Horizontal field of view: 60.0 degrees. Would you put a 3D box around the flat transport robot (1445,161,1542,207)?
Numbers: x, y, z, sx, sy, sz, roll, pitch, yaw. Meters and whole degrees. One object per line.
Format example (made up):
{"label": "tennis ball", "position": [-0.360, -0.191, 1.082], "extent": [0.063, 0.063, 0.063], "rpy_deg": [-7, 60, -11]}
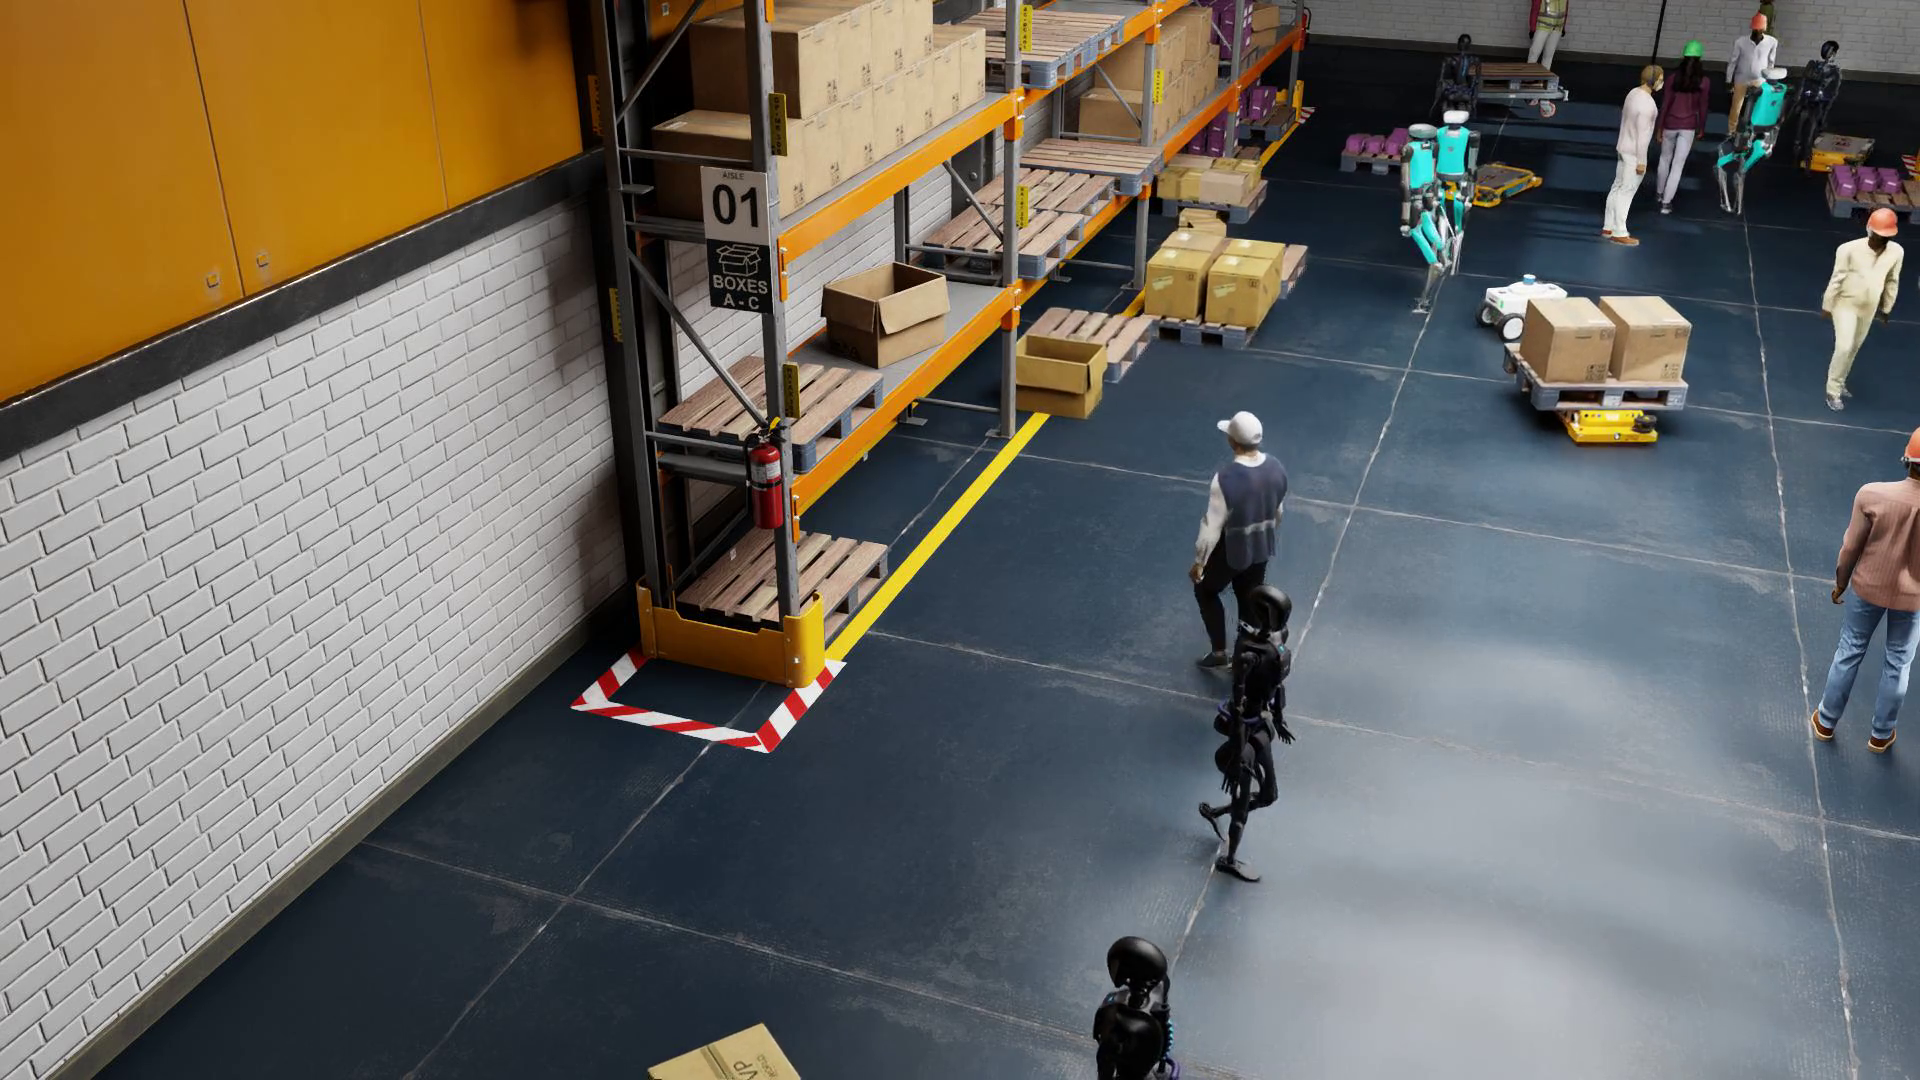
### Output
{"label": "flat transport robot", "position": [6.413, -4.289, 20.070], "extent": [0.659, 0.231, 1.431], "rpy_deg": [22, 35, 36]}

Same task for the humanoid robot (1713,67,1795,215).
{"label": "humanoid robot", "position": [8.922, -4.509, 18.934], "extent": [0.545, 1.818, 0.821], "rpy_deg": [-5, 28, -10]}

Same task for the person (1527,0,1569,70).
{"label": "person", "position": [8.809, -7.662, 24.897], "extent": [0.633, 1.841, 0.429], "rpy_deg": [-8, 28, -15]}

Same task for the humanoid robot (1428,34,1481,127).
{"label": "humanoid robot", "position": [6.236, -5.554, 21.032], "extent": [0.612, 1.628, 0.774], "rpy_deg": [-3, 27, -6]}

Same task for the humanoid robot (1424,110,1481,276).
{"label": "humanoid robot", "position": [5.052, -3.551, 17.118], "extent": [0.552, 1.840, 0.835], "rpy_deg": [12, 30, 22]}

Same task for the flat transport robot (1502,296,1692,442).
{"label": "flat transport robot", "position": [5.304, -1.186, 14.050], "extent": [0.659, 0.231, 1.431], "rpy_deg": [0, 27, 0]}

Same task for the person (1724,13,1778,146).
{"label": "person", "position": [10.445, -6.105, 22.038], "extent": [0.568, 1.699, 0.826], "rpy_deg": [10, 29, 18]}

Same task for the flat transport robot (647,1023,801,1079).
{"label": "flat transport robot", "position": [-0.856, 2.783, 6.352], "extent": [1.431, 0.231, 0.659], "rpy_deg": [-15, 31, -27]}

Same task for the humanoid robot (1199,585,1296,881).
{"label": "humanoid robot", "position": [1.411, 0.951, 8.364], "extent": [0.457, 1.642, 0.591], "rpy_deg": [16, 31, 29]}

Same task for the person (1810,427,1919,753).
{"label": "person", "position": [5.227, 0.280, 9.326], "extent": [0.610, 1.997, 0.376], "rpy_deg": [14, 30, 25]}

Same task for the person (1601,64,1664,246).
{"label": "person", "position": [7.304, -4.179, 18.038], "extent": [0.353, 1.936, 0.634], "rpy_deg": [2, 27, 3]}

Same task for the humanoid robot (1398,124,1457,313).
{"label": "humanoid robot", "position": [4.604, -3.083, 16.161], "extent": [0.558, 1.799, 0.805], "rpy_deg": [-23, 35, -37]}

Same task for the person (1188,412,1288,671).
{"label": "person", "position": [1.688, 0.046, 10.045], "extent": [0.748, 1.743, 0.483], "rpy_deg": [-13, 30, -24]}

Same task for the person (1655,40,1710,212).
{"label": "person", "position": [8.369, -4.818, 19.303], "extent": [0.500, 1.911, 0.856], "rpy_deg": [16, 31, 28]}

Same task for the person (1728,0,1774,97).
{"label": "person", "position": [11.726, -7.369, 24.577], "extent": [0.578, 1.613, 0.508], "rpy_deg": [5, 28, 10]}

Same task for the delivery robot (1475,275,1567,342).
{"label": "delivery robot", "position": [5.319, -2.206, 15.709], "extent": [0.753, 0.587, 0.520], "rpy_deg": [-6, 28, -12]}

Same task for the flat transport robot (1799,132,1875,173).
{"label": "flat transport robot", "position": [11.302, -4.969, 21.389], "extent": [0.659, 0.231, 1.431], "rpy_deg": [17, 32, 30]}

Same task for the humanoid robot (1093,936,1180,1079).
{"label": "humanoid robot", "position": [0.689, 2.114, 6.112], "extent": [0.528, 1.637, 0.588], "rpy_deg": [14, 30, 25]}

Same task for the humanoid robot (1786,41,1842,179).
{"label": "humanoid robot", "position": [10.502, -5.330, 20.550], "extent": [0.399, 1.639, 0.585], "rpy_deg": [-14, 30, -25]}

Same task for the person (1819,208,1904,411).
{"label": "person", "position": [7.546, -1.934, 13.927], "extent": [0.610, 1.716, 0.718], "rpy_deg": [-2, 27, -3]}
